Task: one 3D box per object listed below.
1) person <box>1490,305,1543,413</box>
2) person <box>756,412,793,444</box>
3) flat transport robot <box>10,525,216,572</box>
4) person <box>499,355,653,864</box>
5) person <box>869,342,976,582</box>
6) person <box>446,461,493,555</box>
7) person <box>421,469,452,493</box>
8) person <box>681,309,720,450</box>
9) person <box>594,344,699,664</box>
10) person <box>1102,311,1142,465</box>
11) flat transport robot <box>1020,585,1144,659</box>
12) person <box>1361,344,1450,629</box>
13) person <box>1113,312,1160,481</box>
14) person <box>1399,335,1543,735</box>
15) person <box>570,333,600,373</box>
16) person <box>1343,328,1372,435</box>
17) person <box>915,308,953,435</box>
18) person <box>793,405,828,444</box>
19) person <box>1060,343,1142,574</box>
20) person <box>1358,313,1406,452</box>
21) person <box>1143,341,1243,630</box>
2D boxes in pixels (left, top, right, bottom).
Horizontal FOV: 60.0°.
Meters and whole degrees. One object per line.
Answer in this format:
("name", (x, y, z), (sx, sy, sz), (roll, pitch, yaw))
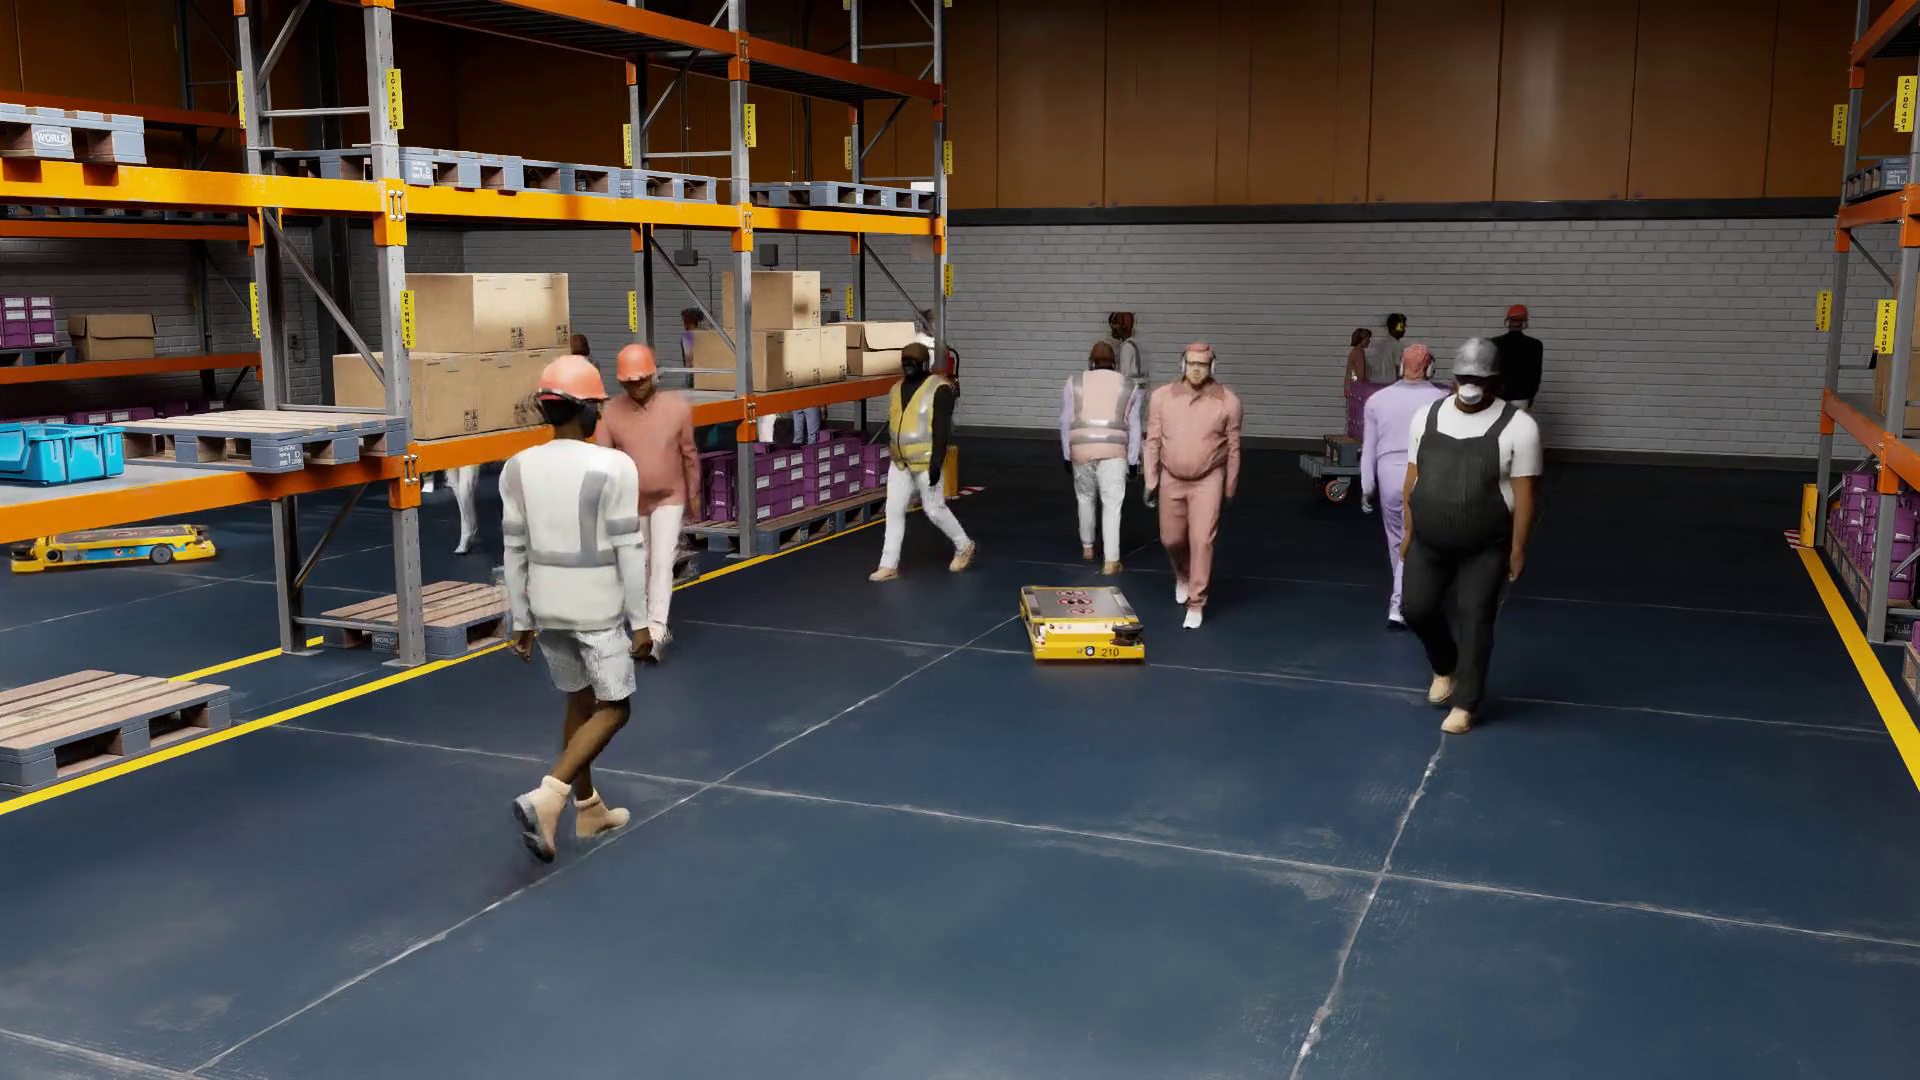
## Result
("person", (5.940, -1.554, 17.953), (0.609, 1.934, 1.030), (4, 10, 21))
("person", (-2.119, -1.625, 18.631), (0.710, 1.872, 0.660), (-9, 13, -42))
("flat transport robot", (-6.754, 0.052, 13.278), (1.431, 0.197, 0.652), (-5, 11, -28))
("person", (-1.551, 0.284, 6.581), (0.627, 2.022, 0.718), (4, 10, 23))
("person", (-0.266, -0.597, 12.584), (0.639, 1.811, 0.835), (8, 12, 39))
("person", (-4.158, -0.684, 13.684), (0.521, 1.614, 0.705), (3, 10, 17))
("person", (-5.545, -1.426, 17.306), (0.661, 1.901, 0.514), (-5, 11, -28))
("person", (-3.486, -2.068, 21.502), (0.954, 1.793, 0.572), (5, 11, 29))
("person", (-1.903, -0.235, 10.090), (0.624, 1.900, 1.110), (-1, 9, -5))
("person", (1.815, -1.834, 19.994), (0.898, 1.838, 0.527), (6, 11, 30))
("flat transport robot", (0.750, 0.501, 10.556), (0.652, 0.197, 1.431), (0, 9, -2))
("person", (2.999, -0.362, 11.014), (0.662, 1.863, 1.007), (5, 11, 28))
("person", (1.886, -1.567, 18.261), (0.449, 1.868, 0.619), (2, 10, 13))
("person", (2.573, -0.039, 8.479), (0.699, 2.000, 0.581), (7, 12, 36))
("person", (-4.246, -1.484, 18.514), (0.509, 1.623, 0.458), (1, 9, 9))
("person", (4.681, -1.675, 19.618), (0.314, 1.636, 0.514), (1, 9, 4))
("person", (-0.322, -1.576, 18.201), (0.444, 1.912, 0.641), (6, 11, 32))
("person", (-1.600, -1.422, 17.716), (0.524, 1.760, 0.328), (8, 12, 40))
("person", (1.114, -0.661, 13.137), (0.637, 1.751, 1.052), (1, 9, 8))
("person", (4.799, -1.642, 18.792), (0.631, 1.839, 0.585), (-2, 9, -9))
("person", (1.563, -0.396, 11.123), (0.633, 1.882, 0.820), (3, 10, 19))
